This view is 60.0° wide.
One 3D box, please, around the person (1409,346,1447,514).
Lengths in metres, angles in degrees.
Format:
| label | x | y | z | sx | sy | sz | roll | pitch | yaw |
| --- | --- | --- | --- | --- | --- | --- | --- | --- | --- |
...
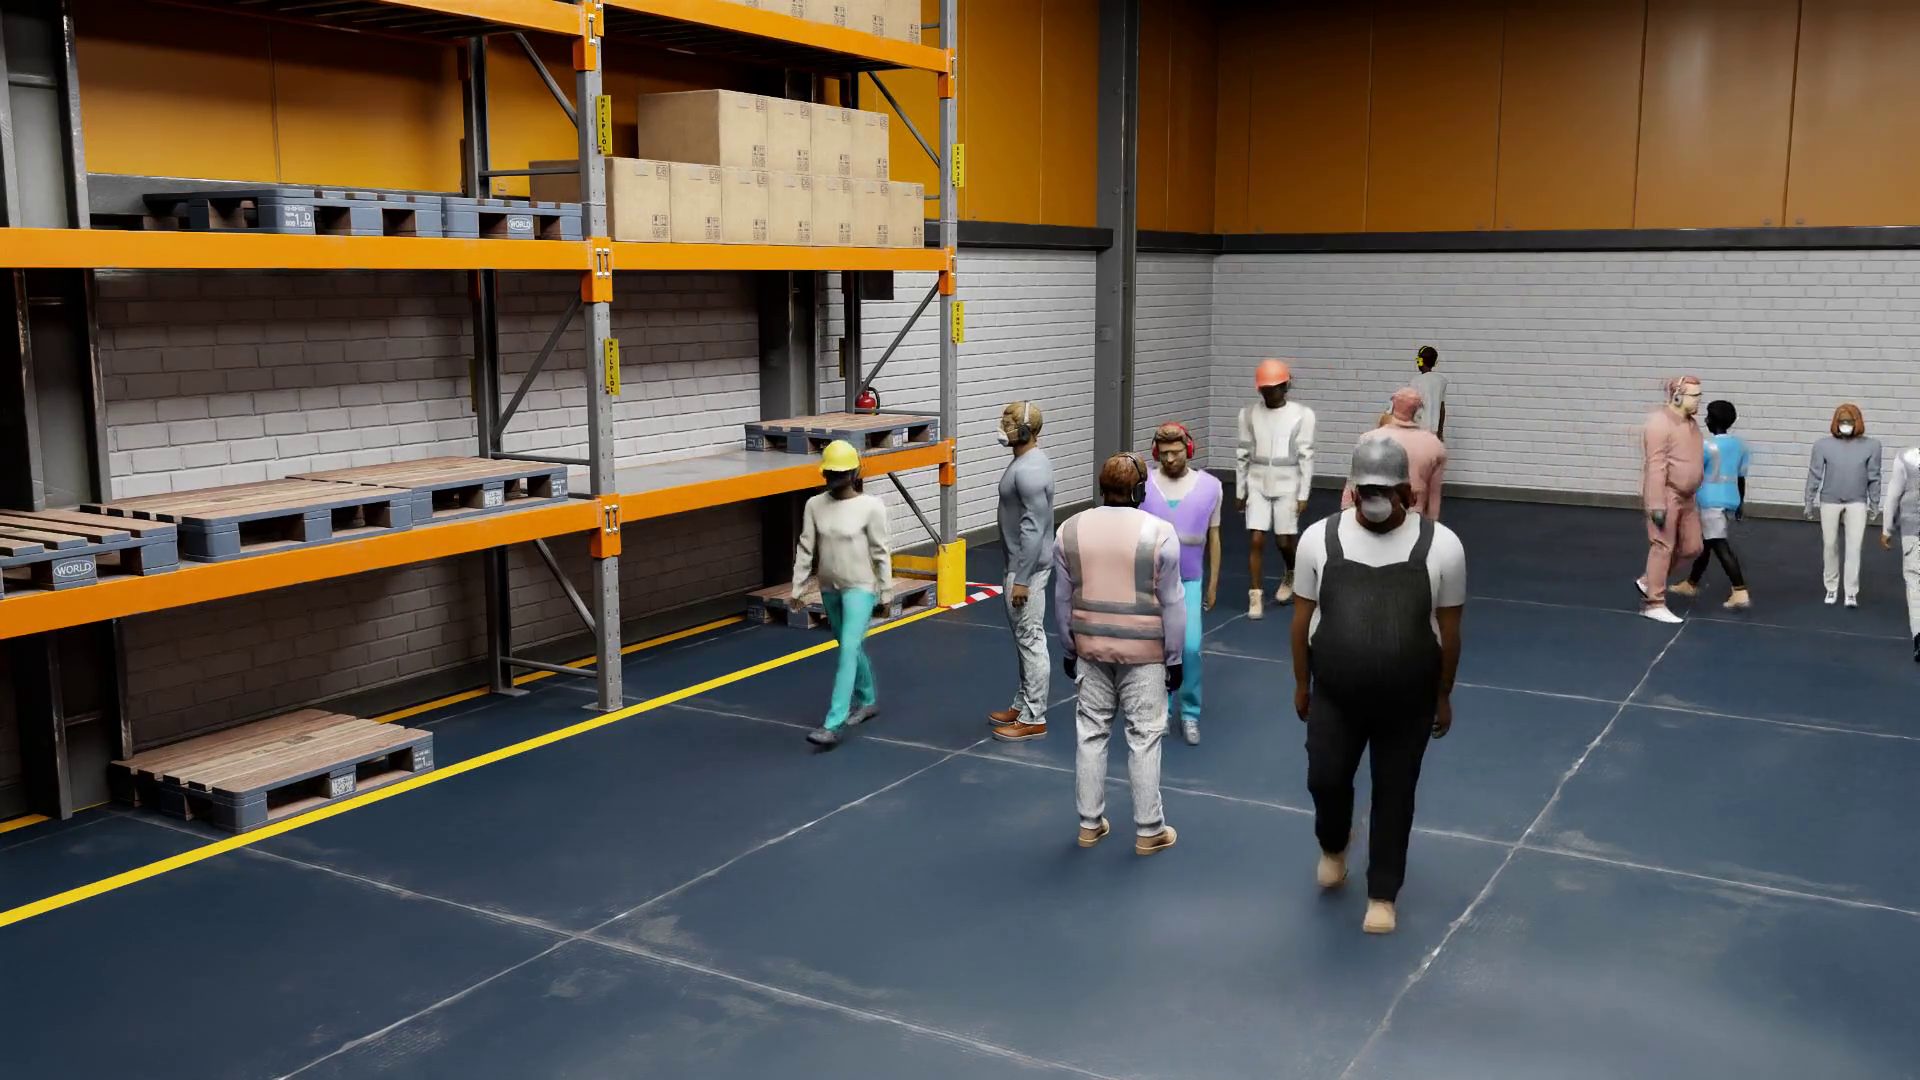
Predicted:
| label | x | y | z | sx | sy | sz | roll | pitch | yaw |
| --- | --- | --- | --- | --- | --- | --- | --- | --- | --- |
| person | 5.023 | -1.164 | 18.021 | 0.537 | 1.869 | 0.314 | -5 | 10 | -26 |

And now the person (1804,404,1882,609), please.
| label | x | y | z | sx | sy | sz | roll | pitch | yaw |
| --- | --- | --- | --- | --- | --- | --- | --- | --- | --- |
| person | 6.958 | -0.257 | 13.134 | 0.528 | 1.608 | 0.671 | 5 | 11 | 30 |

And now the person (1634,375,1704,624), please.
| label | x | y | z | sx | sy | sz | roll | pitch | yaw |
| --- | --- | --- | --- | --- | --- | --- | --- | --- | --- |
| person | 5.402 | -0.309 | 12.639 | 0.645 | 1.890 | 0.456 | -7 | 11 | -37 |

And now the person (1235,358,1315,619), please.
| label | x | y | z | sx | sy | sz | roll | pitch | yaw |
| --- | --- | --- | --- | --- | --- | --- | --- | --- | --- |
| person | 2.452 | -0.415 | 12.891 | 0.617 | 2.018 | 0.744 | 4 | 10 | 22 |

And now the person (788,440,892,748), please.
| label | x | y | z | sx | sy | sz | roll | pitch | yaw |
| --- | --- | --- | --- | --- | --- | --- | --- | --- | --- |
| person | -0.683 | 0.287 | 9.436 | 0.557 | 1.712 | 0.922 | 5 | 10 | 29 |

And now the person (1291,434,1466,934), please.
| label | x | y | z | sx | sy | sz | roll | pitch | yaw |
| --- | --- | --- | --- | --- | --- | --- | --- | --- | --- |
| person | 1.678 | 0.559 | 6.732 | 0.684 | 2.000 | 0.573 | 3 | 10 | 17 |

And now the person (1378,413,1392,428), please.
| label | x | y | z | sx | sy | sz | roll | pitch | yaw |
| --- | --- | --- | --- | --- | --- | --- | --- | --- | --- |
| person | 3.283 | -0.218 | 12.919 | 0.517 | 1.609 | 0.581 | -2 | 9 | -11 |

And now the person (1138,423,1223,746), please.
| label | x | y | z | sx | sy | sz | roll | pitch | yaw |
| --- | --- | --- | --- | --- | --- | --- | --- | --- | --- |
| person | 1.187 | 0.253 | 9.362 | 0.557 | 1.812 | 0.625 | 1 | 9 | 8 |

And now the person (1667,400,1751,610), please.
| label | x | y | z | sx | sy | sz | roll | pitch | yaw |
| --- | --- | --- | --- | --- | --- | --- | --- | --- | --- |
| person | 6.034 | -0.288 | 13.242 | 0.537 | 1.651 | 0.885 | -5 | 10 | -27 |

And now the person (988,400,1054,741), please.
| label | x | y | z | sx | sy | sz | roll | pitch | yaw |
| --- | --- | --- | --- | --- | --- | --- | --- | --- | --- |
| person | 0.357 | 0.171 | 9.475 | 0.372 | 1.940 | 0.630 | 0 | 9 | -1 |

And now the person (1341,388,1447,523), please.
| label | x | y | z | sx | sy | sz | roll | pitch | yaw |
| --- | --- | --- | --- | --- | --- | --- | --- | --- | --- |
| person | 2.960 | -0.105 | 11.445 | 0.711 | 1.870 | 0.678 | -2 | 9 | -11 |

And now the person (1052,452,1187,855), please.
| label | x | y | z | sx | sy | sz | roll | pitch | yaw |
| --- | --- | --- | --- | --- | --- | --- | --- | --- | --- |
| person | 0.744 | 0.516 | 7.619 | 0.621 | 1.845 | 0.429 | 5 | 10 | 26 |

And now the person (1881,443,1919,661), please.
| label | x | y | z | sx | sy | sz | roll | pitch | yaw |
| --- | --- | --- | --- | --- | --- | --- | --- | --- | --- |
| person | 6.709 | -0.066 | 11.450 | 0.614 | 1.794 | 0.893 | 4 | 10 | 23 |
